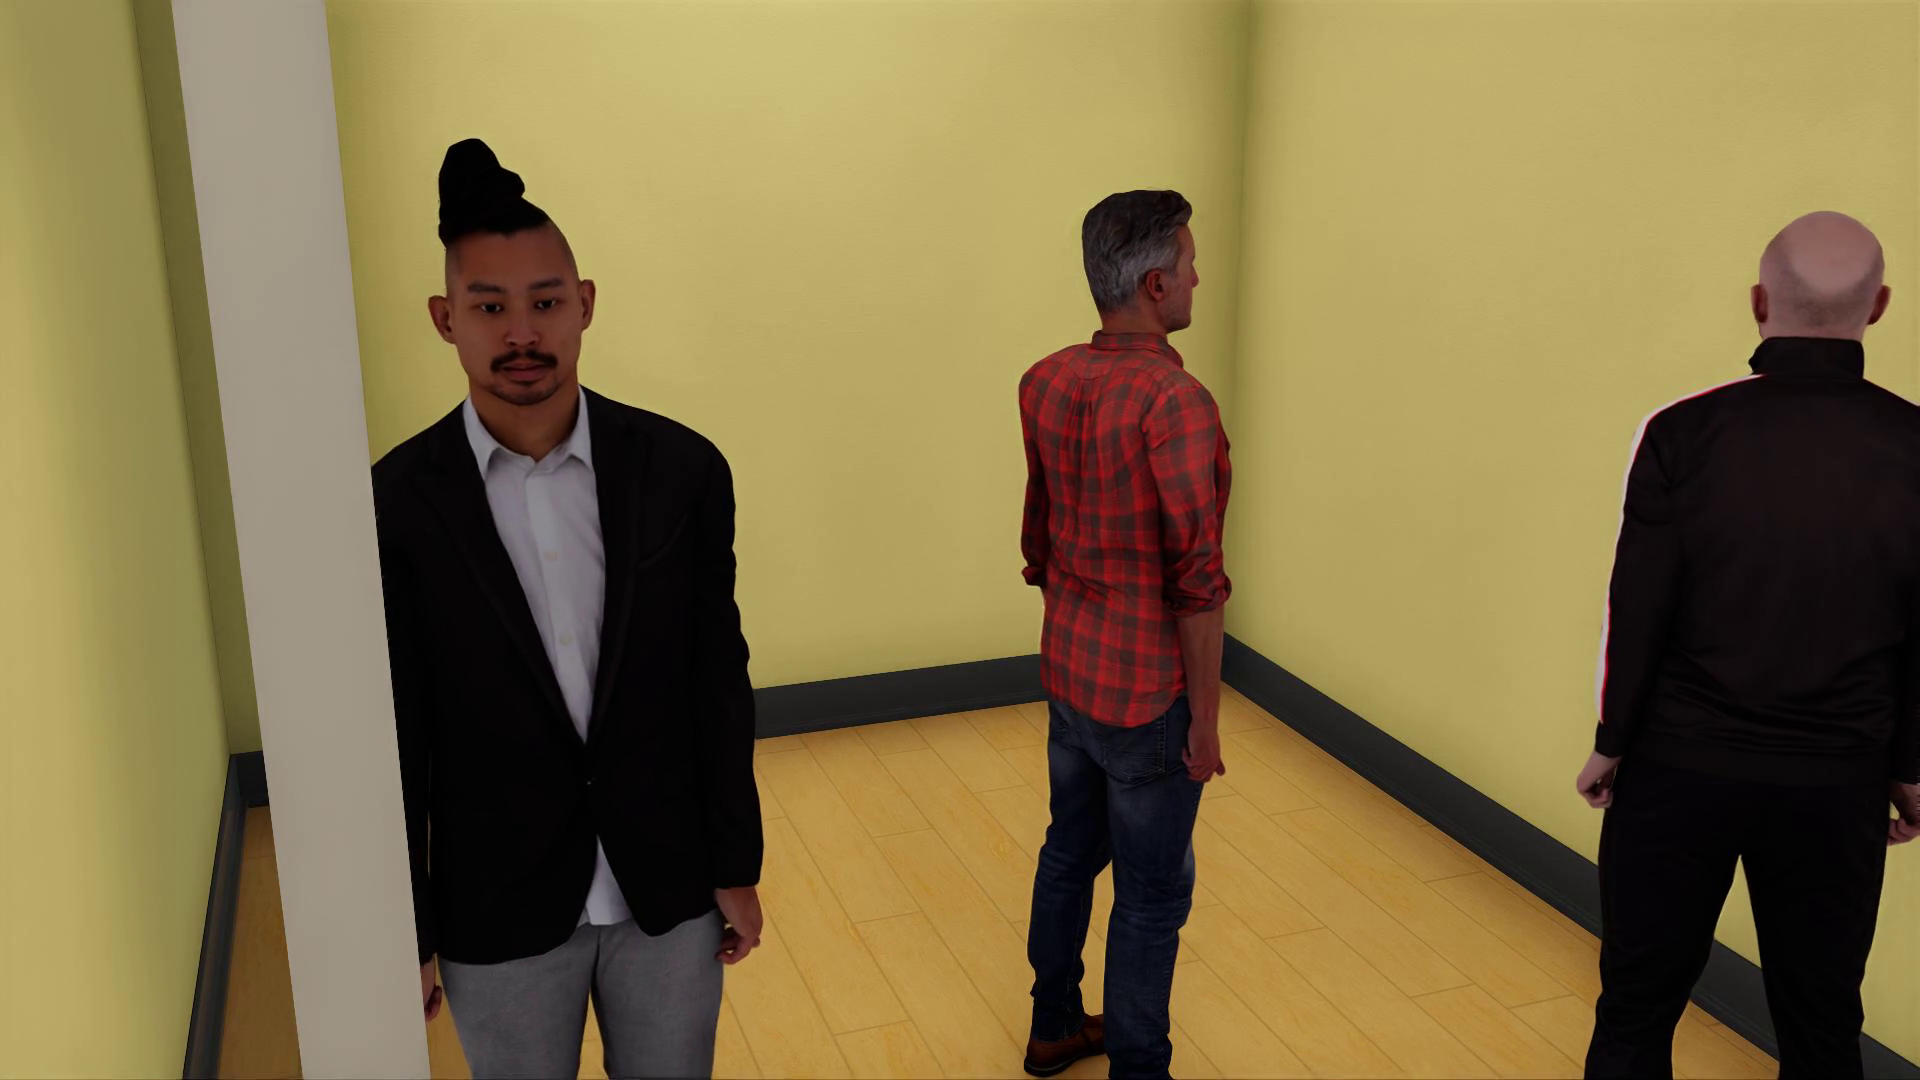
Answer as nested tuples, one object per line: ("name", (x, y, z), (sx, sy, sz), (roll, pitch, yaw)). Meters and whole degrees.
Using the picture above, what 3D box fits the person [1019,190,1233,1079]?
("person", (0.313, 0.251, 3.210), (0.616, 1.831, 0.728), (-9, 18, -30))

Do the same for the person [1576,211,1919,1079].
("person", (1.271, 0.402, 2.666), (0.724, 1.835, 0.832), (4, 16, 14))

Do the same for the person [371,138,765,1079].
("person", (-0.549, 0.433, 2.344), (0.532, 1.951, 0.774), (-6, 17, -22))
